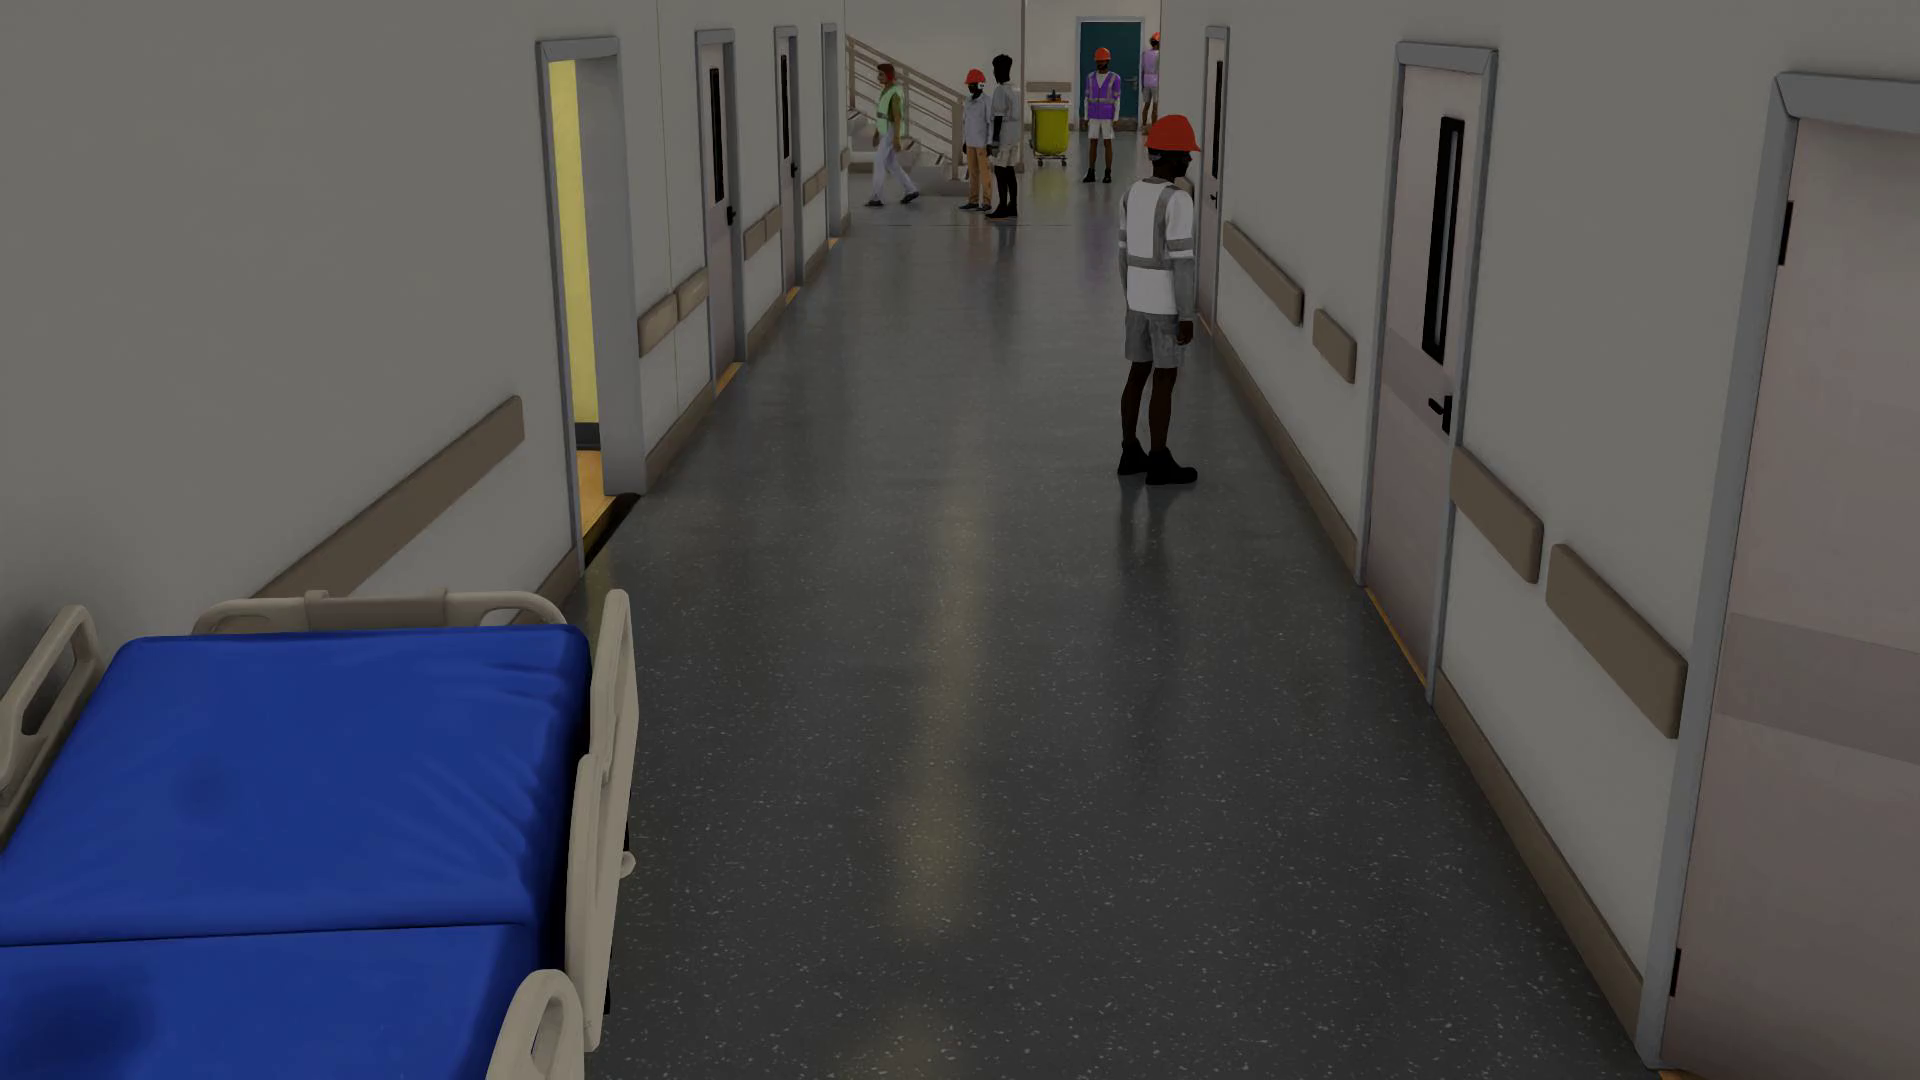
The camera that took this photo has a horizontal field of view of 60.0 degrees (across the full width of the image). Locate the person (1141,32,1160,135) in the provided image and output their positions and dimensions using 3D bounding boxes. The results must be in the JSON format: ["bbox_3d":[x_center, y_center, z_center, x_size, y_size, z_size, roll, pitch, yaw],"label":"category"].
[{"bbox_3d":[3.944,-9.248,33.781,0.411,2.032,0.611,-17,24,-42],"label":"person"}]

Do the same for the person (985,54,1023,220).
[{"bbox_3d":[0.543,-4.863,20.122,0.384,1.952,0.620,8,19,24],"label":"person"}]

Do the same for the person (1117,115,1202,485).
[{"bbox_3d":[1.075,-1.263,8.836,0.373,1.934,0.551,-10,20,-29],"label":"person"}]

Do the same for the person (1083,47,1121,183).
[{"bbox_3d":[2.075,-6.228,24.432,0.543,1.939,0.360,7,19,21],"label":"person"}]

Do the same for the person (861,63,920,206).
[{"bbox_3d":[-0.909,-5.251,21.603,0.840,1.820,0.575,-4,18,-13],"label":"person"}]

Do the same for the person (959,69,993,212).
[{"bbox_3d":[0.209,-5.031,20.975,0.337,1.747,0.573,-14,22,-37],"label":"person"}]
